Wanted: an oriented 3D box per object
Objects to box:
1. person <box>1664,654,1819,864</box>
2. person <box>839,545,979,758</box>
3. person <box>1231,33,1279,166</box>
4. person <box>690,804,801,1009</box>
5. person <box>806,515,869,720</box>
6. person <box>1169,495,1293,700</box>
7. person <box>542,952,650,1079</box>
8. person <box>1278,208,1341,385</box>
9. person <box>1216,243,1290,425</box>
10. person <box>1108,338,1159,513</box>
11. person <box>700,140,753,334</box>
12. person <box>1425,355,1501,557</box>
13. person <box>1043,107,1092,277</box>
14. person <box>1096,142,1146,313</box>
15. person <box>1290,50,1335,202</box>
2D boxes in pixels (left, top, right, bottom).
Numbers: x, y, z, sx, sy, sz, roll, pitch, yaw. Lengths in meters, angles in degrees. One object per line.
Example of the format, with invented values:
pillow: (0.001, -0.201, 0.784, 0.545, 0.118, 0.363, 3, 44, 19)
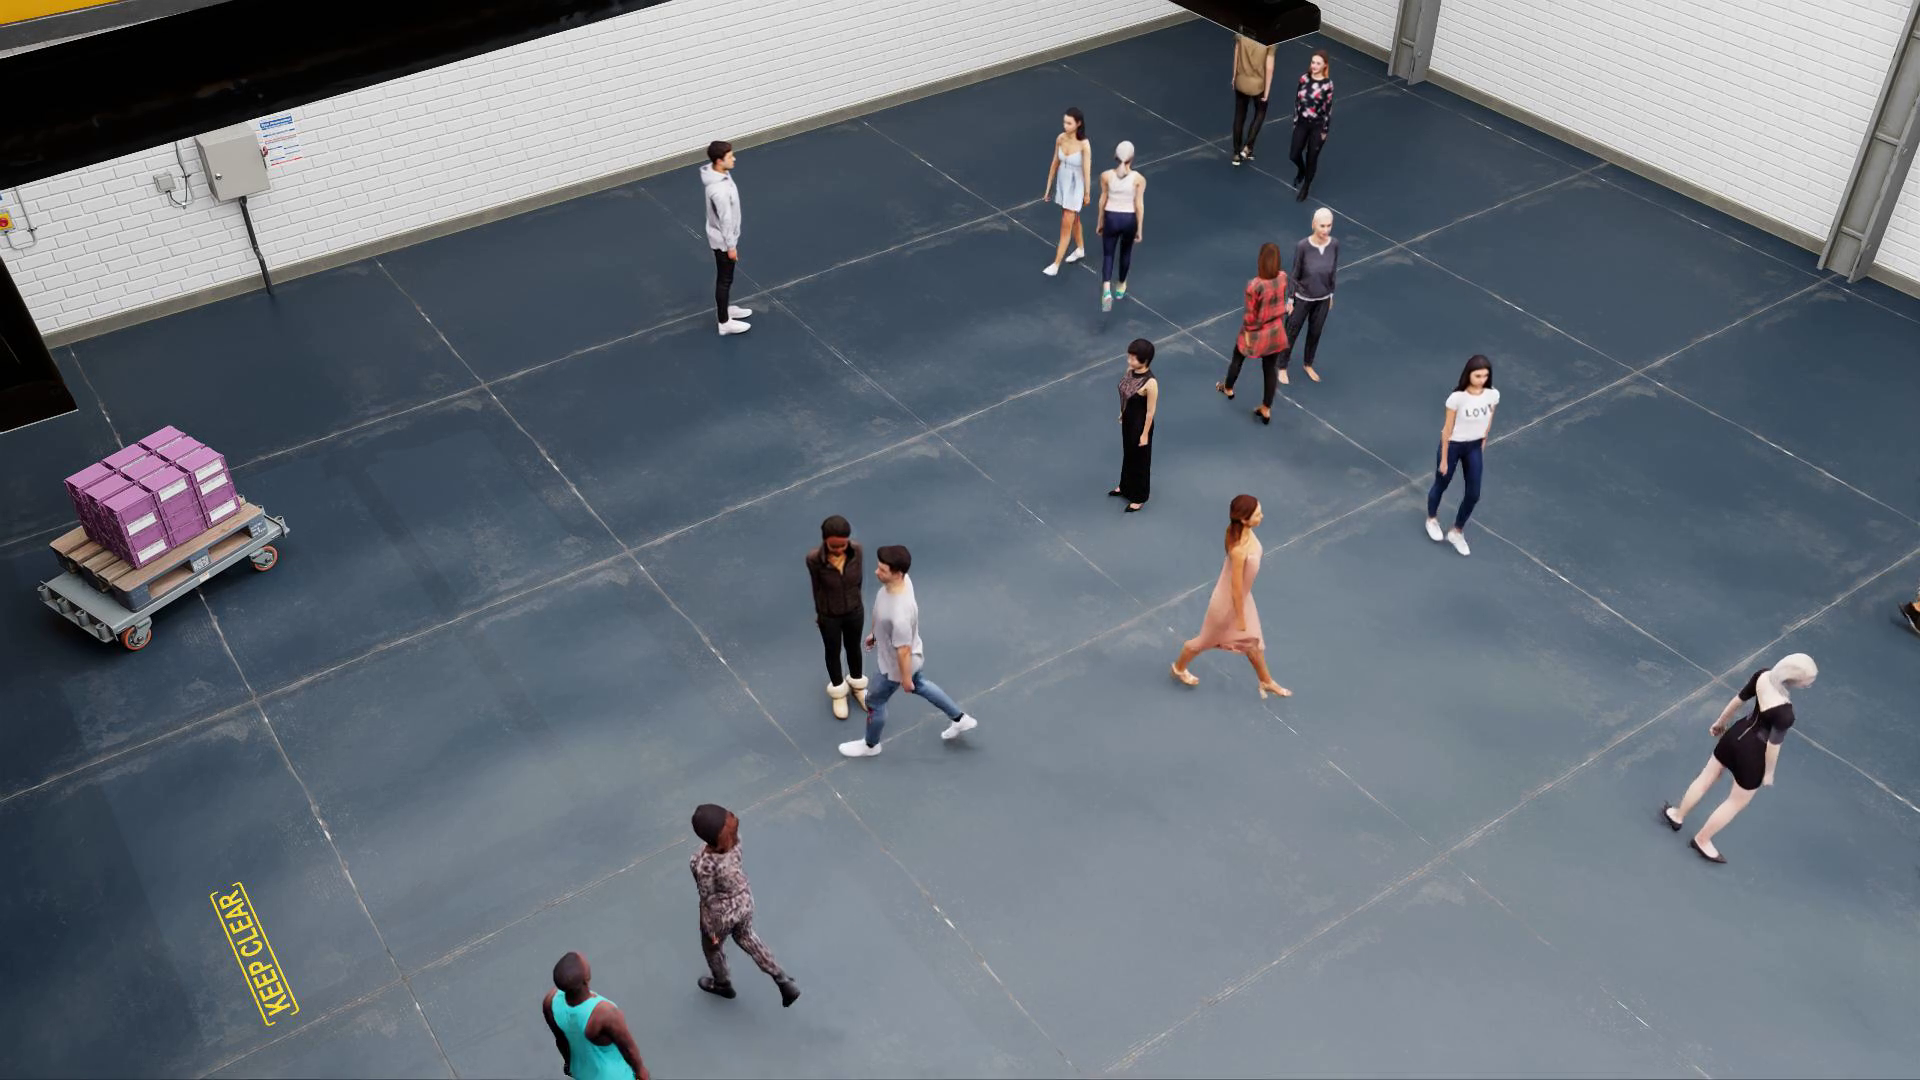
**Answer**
person: (4.906, 1.313, 10.540, 0.900, 1.805, 0.698, -12, 40, -15)
person: (-0.320, 0.764, 11.193, 1.160, 1.848, 1.244, 0, 39, -1)
person: (3.189, -5.014, 18.436, 0.755, 1.838, 0.858, 18, 42, 21)
person: (-1.265, 2.153, 9.578, 1.030, 1.693, 0.810, 20, 43, 23)
person: (-0.853, 0.485, 11.691, 0.678, 1.662, 0.609, -23, 44, -26)
person: (1.811, 0.426, 11.671, 1.203, 1.778, 1.044, 12, 40, 15)
person: (-1.908, 2.825, 8.660, 1.059, 1.787, 1.000, 15, 41, 18)
person: (3.170, -2.224, 15.031, 0.684, 1.726, 0.656, -7, 39, -9)
person: (2.688, -1.759, 14.489, 0.711, 1.676, 0.951, -16, 41, -19)
person: (1.448, -0.954, 13.536, 0.672, 1.608, 0.500, -16, 41, -19)
person: (-2.239, -2.871, 15.683, 0.812, 1.925, 0.682, -6, 39, -8)
person: (3.914, -0.744, 13.151, 0.755, 1.759, 0.847, -8, 39, -9)
person: (1.172, -3.543, 16.700, 0.996, 1.705, 0.813, 29, 47, 32)
person: (1.515, -2.976, 16.009, 1.007, 1.682, 1.069, 8, 39, 10)
person: (3.819, -4.487, 17.908, 0.709, 1.673, 0.767, 20, 43, 23)
